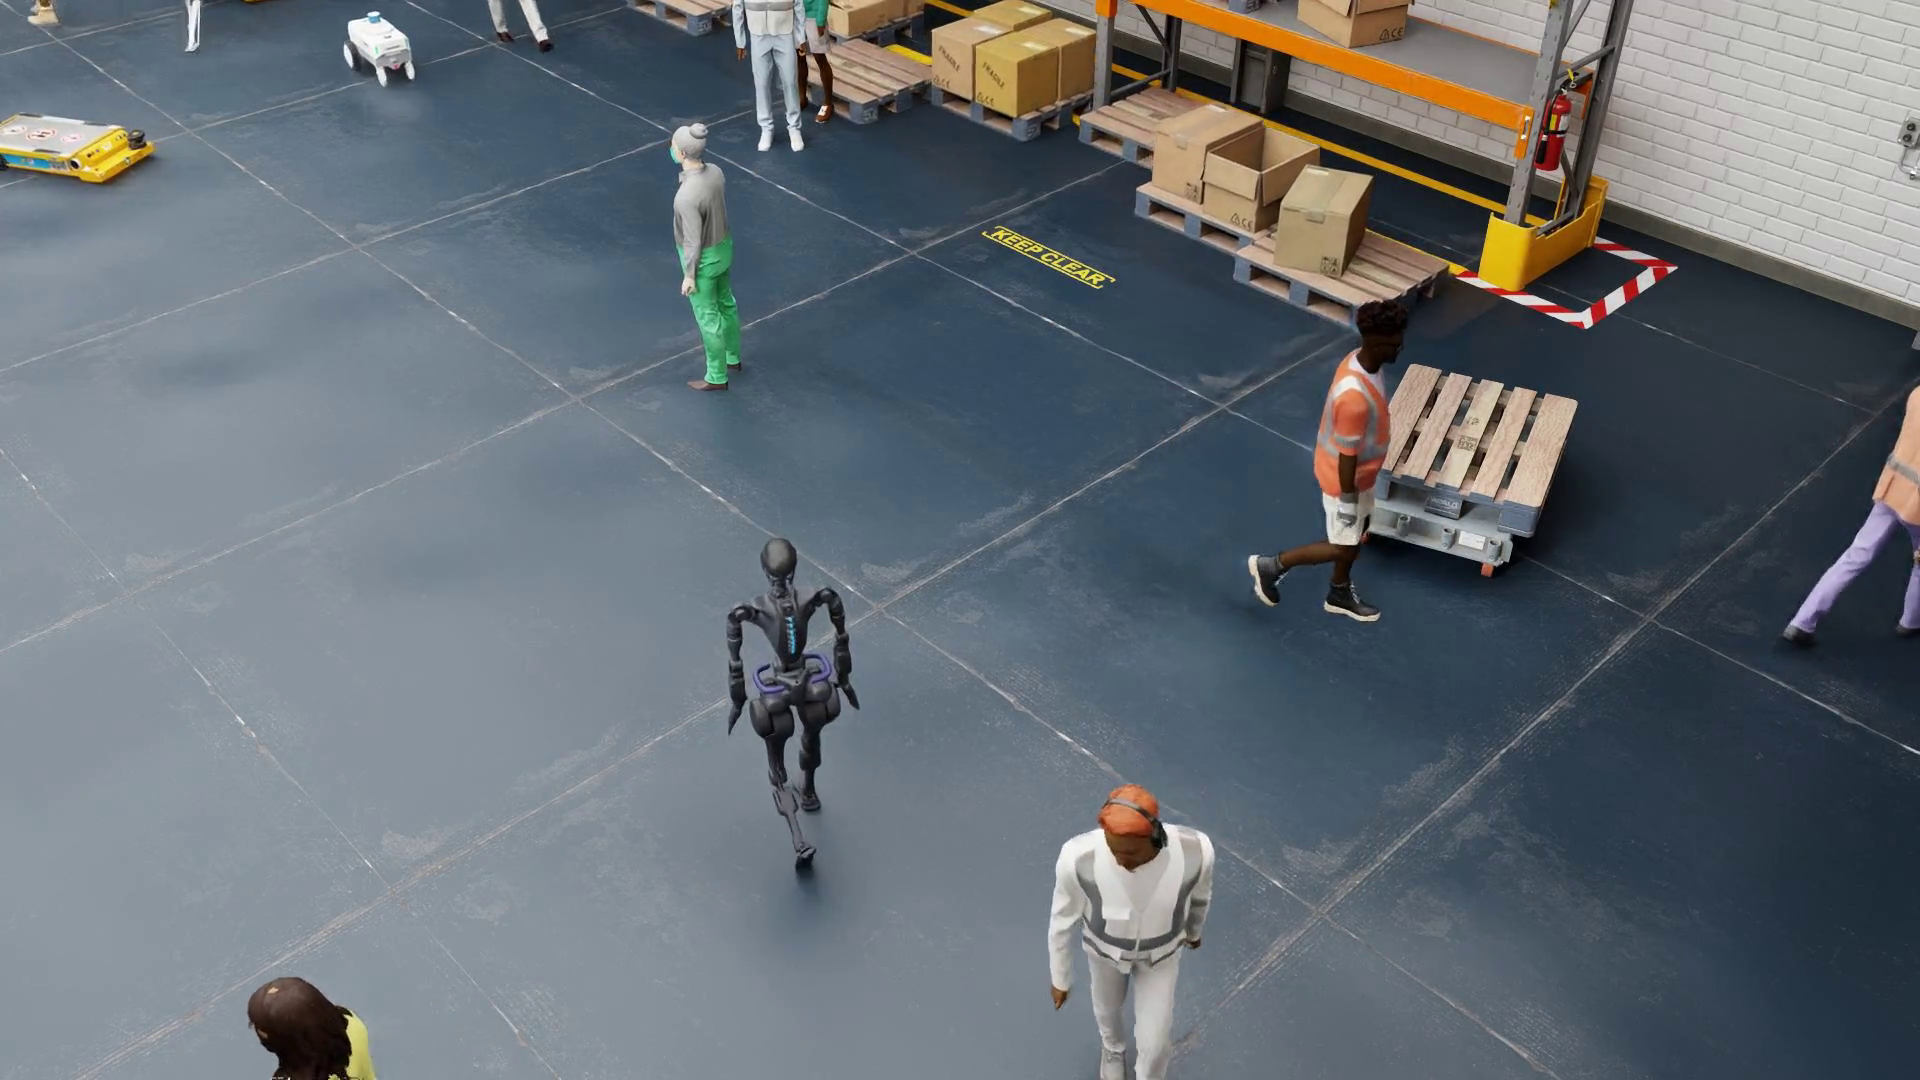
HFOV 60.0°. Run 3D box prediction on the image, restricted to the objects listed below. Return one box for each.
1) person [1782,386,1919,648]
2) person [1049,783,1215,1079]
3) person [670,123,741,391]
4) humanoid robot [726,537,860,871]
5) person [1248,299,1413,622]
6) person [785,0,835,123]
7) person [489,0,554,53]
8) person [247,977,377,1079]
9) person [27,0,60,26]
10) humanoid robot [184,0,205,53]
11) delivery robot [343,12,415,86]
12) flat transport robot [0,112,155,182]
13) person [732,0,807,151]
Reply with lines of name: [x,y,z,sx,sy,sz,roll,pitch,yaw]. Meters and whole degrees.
person: [4.865,-0.168,8.488,0.981,1.795,0.566,-15,40,-19]
person: [0.625,1.522,6.202,0.592,1.852,0.652,2,37,3]
person: [-1.639,-1.804,10.623,0.346,1.836,0.513,11,38,14]
humanoid robot: [-0.725,0.728,7.421,0.613,1.637,0.691,-13,39,-16]
person: [1.963,-0.379,8.641,0.639,1.949,0.617,13,39,17]
person: [-1.302,-4.504,14.196,0.493,1.841,0.386,21,42,25]
person: [-4.233,-5.410,15.478,0.568,1.725,0.966,-20,42,-25]
person: [-2.020,2.074,5.565,0.858,1.743,0.467,-3,37,-4]
person: [-9.165,-5.962,15.978,0.577,2.012,0.596,12,39,16]
humanoid robot: [-7.415,-5.541,15.694,0.549,1.740,1.005,-4,37,-5]
delivery robot: [-5.355,-4.559,15.347,0.499,0.613,0.816,-24,43,-29]
flat transport robot: [-7.553,-3.276,13.871,1.431,0.231,0.659,10,38,13]
person: [-1.557,-4.142,13.663,0.597,1.907,0.413,-3,37,-4]
